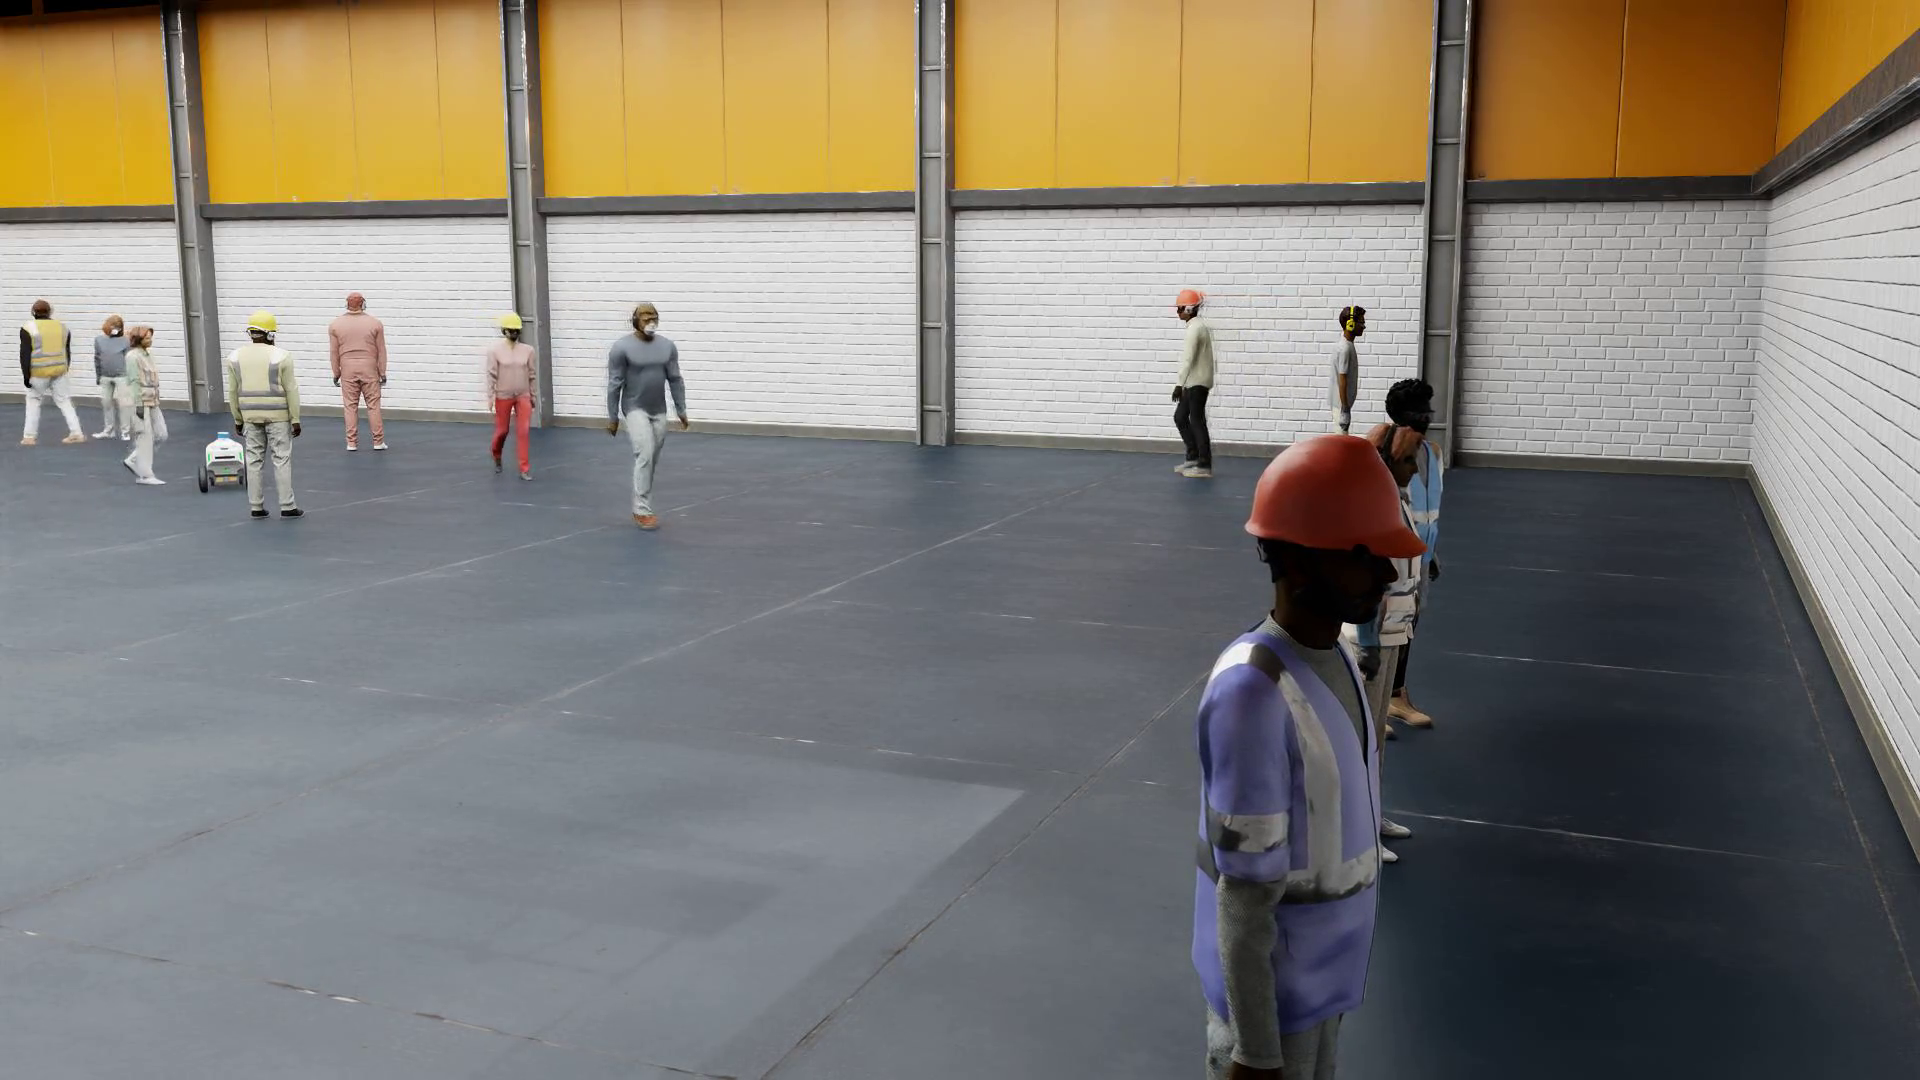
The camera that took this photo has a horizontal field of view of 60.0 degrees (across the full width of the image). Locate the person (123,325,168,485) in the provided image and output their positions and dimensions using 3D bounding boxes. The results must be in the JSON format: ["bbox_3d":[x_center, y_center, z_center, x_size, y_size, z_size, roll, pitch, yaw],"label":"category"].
[{"bbox_3d":[-8.293,-1.362,16.865,0.408,1.628,0.520,0,9,-2],"label":"person"}]

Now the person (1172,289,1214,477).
[{"bbox_3d":[2.433,-1.640,17.499,0.570,1.968,0.654,2,10,10],"label":"person"}]

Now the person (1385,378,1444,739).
[{"bbox_3d":[2.088,0.081,7.889,0.537,1.695,0.321,-7,12,-37],"label":"person"}]

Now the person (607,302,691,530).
[{"bbox_3d":[-2.598,-1.044,14.056,0.754,1.910,0.645,9,13,43],"label":"person"}]

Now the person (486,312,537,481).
[{"bbox_3d":[-4.694,-1.503,17.355,0.535,1.751,0.721,-6,11,-31],"label":"person"}]

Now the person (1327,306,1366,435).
[{"bbox_3d":[3.507,-1.198,15.161,0.323,1.862,0.510,2,10,12],"label":"person"}]

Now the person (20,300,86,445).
[{"bbox_3d":[-11.373,-2.076,20.702,0.640,1.816,0.666,5,11,30],"label":"person"}]

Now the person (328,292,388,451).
[{"bbox_3d":[-7.201,-2.013,19.947,0.642,1.909,0.399,-2,10,-13],"label":"person"}]

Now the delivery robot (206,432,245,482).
[{"bbox_3d":[-7.326,-0.829,16.573,0.477,0.478,0.707,-4,10,-23],"label":"delivery robot"}]

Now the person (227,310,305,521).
[{"bbox_3d":[-6.039,-1.078,14.505,0.600,1.829,0.404,0,9,2],"label":"person"}]

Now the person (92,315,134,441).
[{"bbox_3d":[-10.738,-2.054,21.089,0.609,1.604,0.406,0,9,1],"label":"person"}]

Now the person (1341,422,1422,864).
[{"bbox_3d":[1.575,0.375,6.288,0.309,1.638,0.513,4,10,25],"label":"person"}]

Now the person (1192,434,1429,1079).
[{"bbox_3d":[0.609,0.775,2.958,0.373,1.934,0.552,4,10,25],"label":"person"}]
